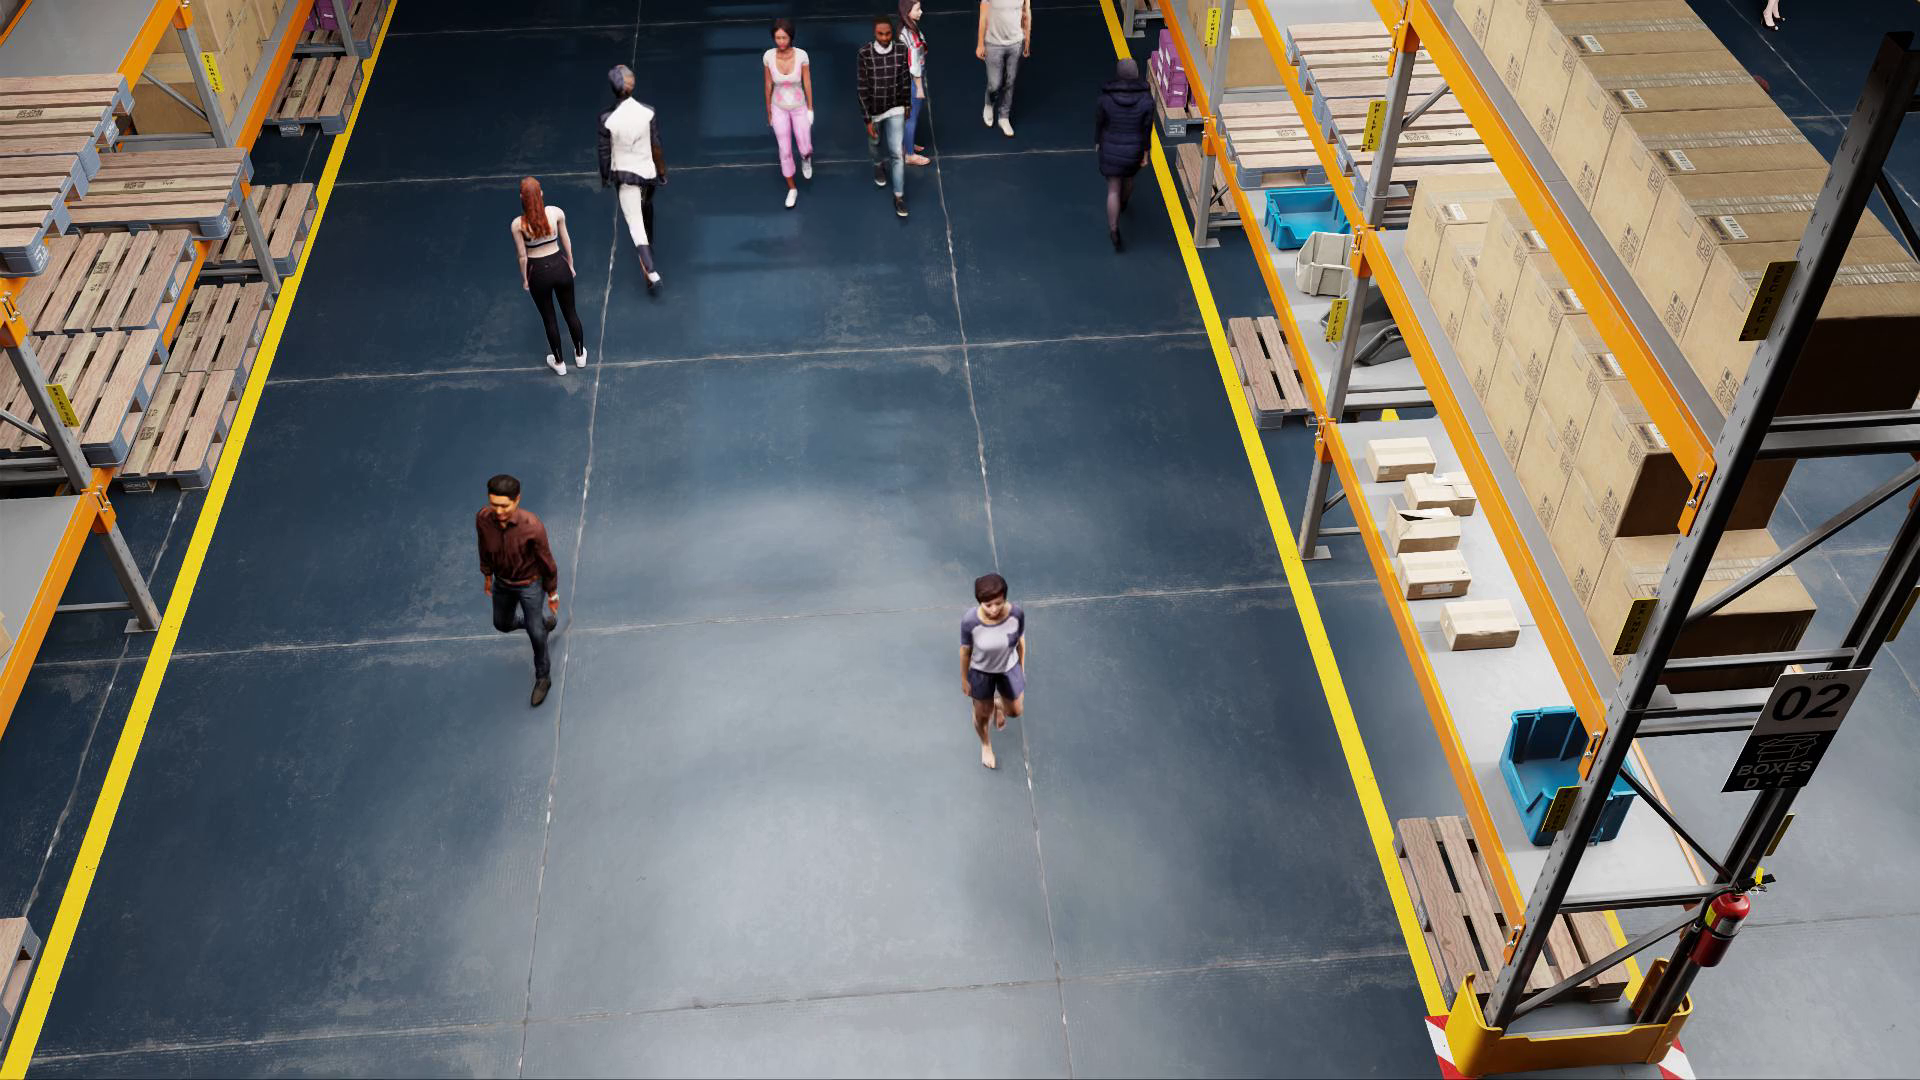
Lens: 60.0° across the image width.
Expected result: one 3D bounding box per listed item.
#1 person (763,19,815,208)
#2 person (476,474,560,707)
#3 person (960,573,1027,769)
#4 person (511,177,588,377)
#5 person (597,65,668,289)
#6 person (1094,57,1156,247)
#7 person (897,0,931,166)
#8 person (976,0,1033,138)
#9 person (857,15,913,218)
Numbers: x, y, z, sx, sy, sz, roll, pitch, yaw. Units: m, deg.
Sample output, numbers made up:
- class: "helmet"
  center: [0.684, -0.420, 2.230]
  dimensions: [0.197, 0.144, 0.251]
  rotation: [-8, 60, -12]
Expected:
- class: "person"
  center: [-1.519, -3.875, 14.908]
  dimensions: [0.630, 1.730, 0.842]
  rotation: [1, 44, 1]
- class: "person"
  center: [-2.775, 0.228, 10.574]
  dimensions: [0.856, 1.767, 0.965]
  rotation: [11, 45, 11]
- class: "person"
  center: [0.191, 0.735, 10.200]
  dimensions: [0.615, 1.549, 0.680]
  rotation: [-9, 44, -9]
- class: "person"
  center: [-3.206, -2.063, 12.998]
  dimensions: [0.658, 1.740, 0.645]
  rotation: [-20, 47, -19]
- class: "person"
  center: [-2.691, -2.992, 13.892]
  dimensions: [0.945, 1.853, 1.304]
  rotation: [-17, 46, -17]
- class: "person"
  center: [1.391, -3.326, 14.404]
  dimensions: [0.752, 1.630, 1.109]
  rotation: [3, 44, 3]
- class: "person"
  center: [-0.460, -4.272, 15.410]
  dimensions: [0.658, 1.612, 0.462]
  rotation: [-7, 44, -7]
- class: "person"
  center: [0.384, -4.740, 15.706]
  dimensions: [0.747, 1.881, 0.771]
  rotation: [-12, 45, -12]
- class: "person"
  center: [-0.712, -3.890, 14.896]
  dimensions: [0.691, 1.768, 1.159]
  rotation: [-7, 44, -7]
